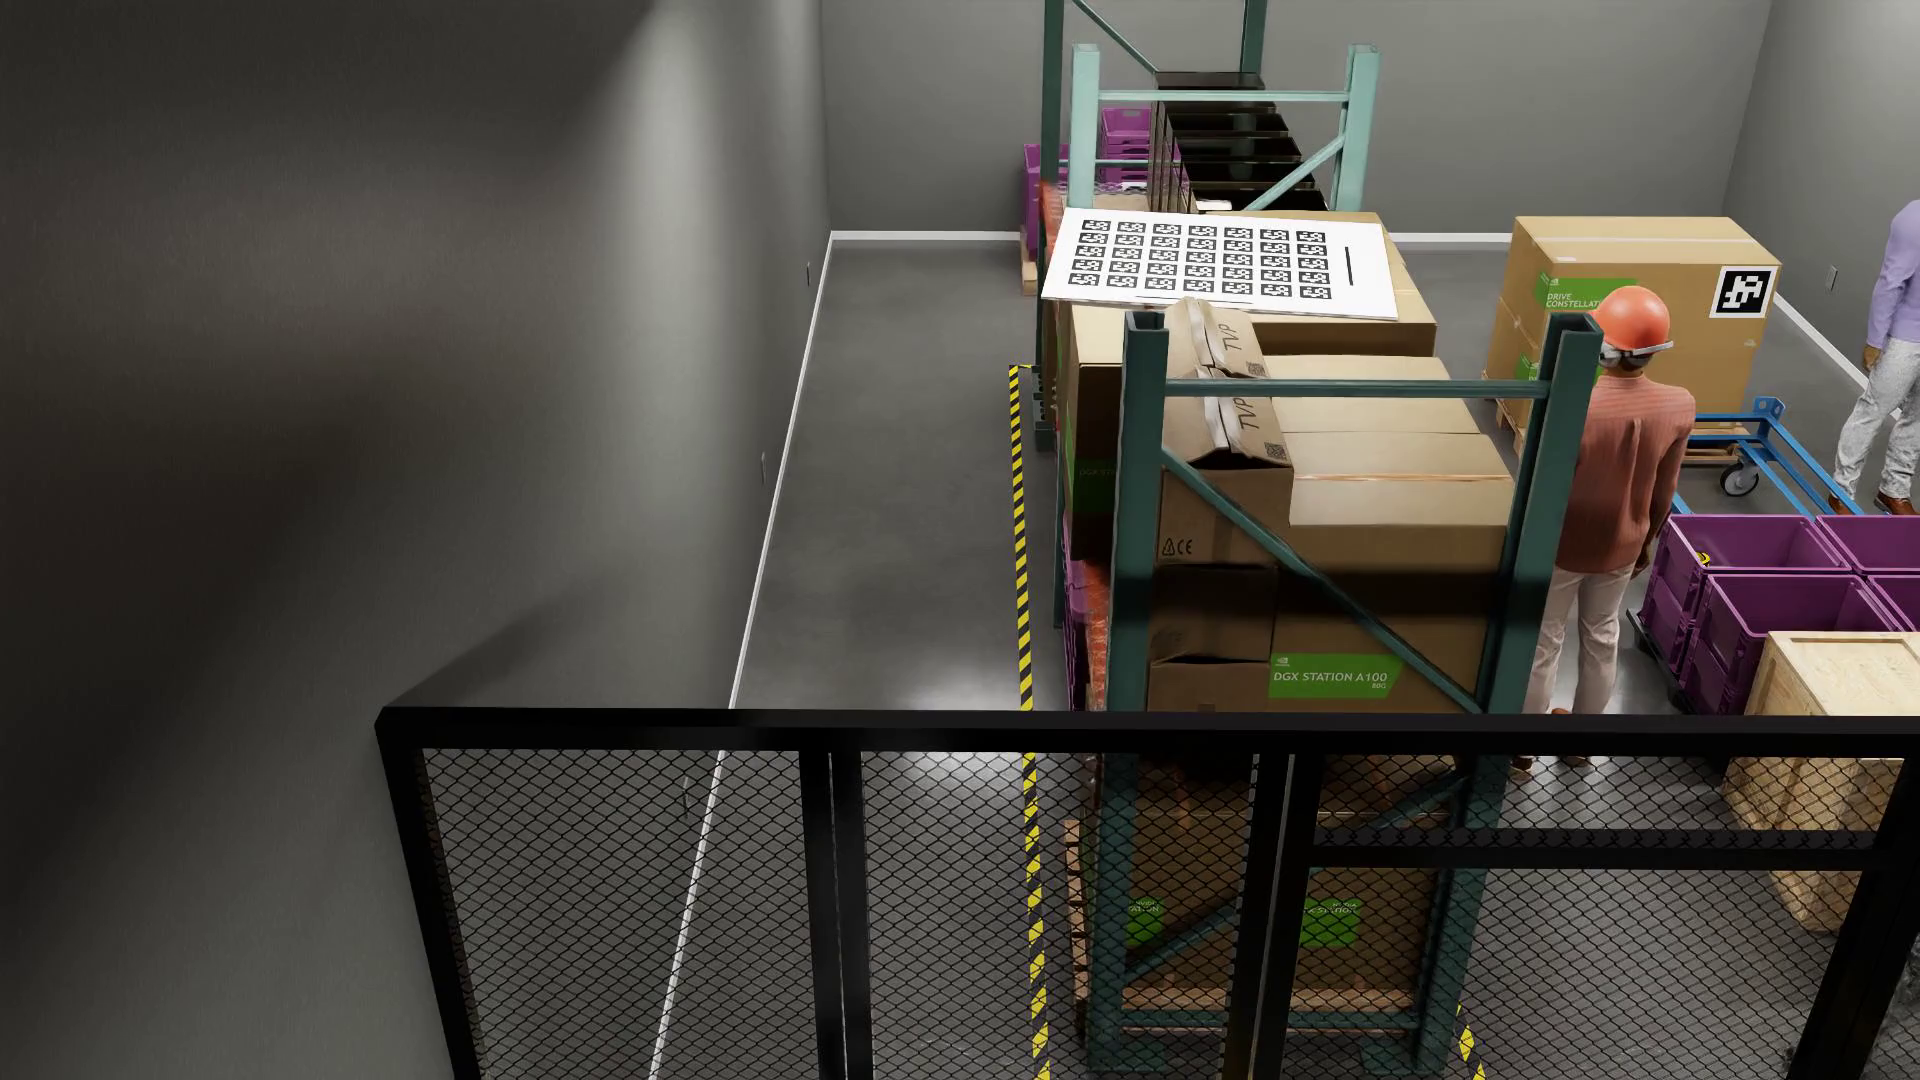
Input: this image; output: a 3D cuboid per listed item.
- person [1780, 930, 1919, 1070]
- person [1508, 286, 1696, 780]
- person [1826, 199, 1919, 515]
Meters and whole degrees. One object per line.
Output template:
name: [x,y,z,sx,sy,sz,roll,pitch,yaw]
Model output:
person: [3.097,0.903,4.874,0.935,1.788,0.590,-9,32,-15]
person: [2.309,0.006,6.148,0.622,1.996,0.369,-8,32,-12]
person: [4.538,-0.944,7.782,0.627,1.940,0.370,-1,31,-1]
